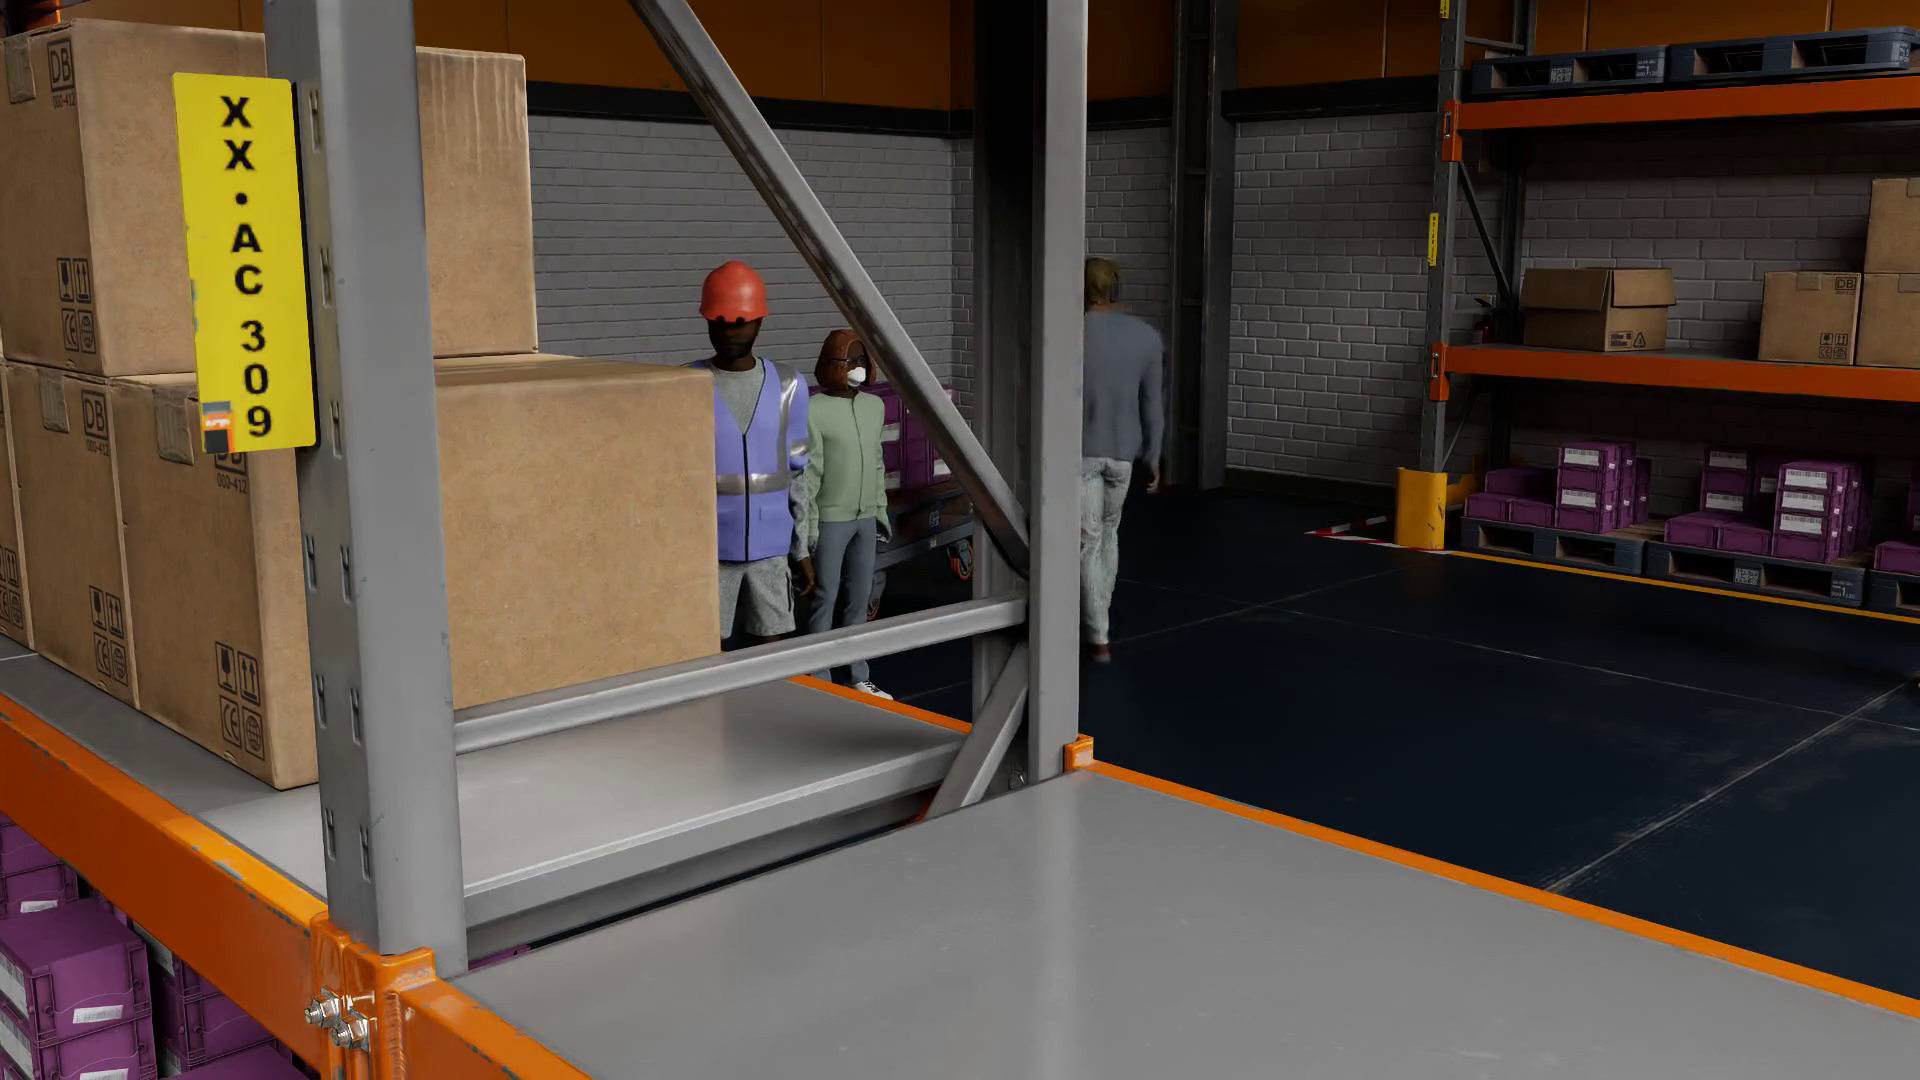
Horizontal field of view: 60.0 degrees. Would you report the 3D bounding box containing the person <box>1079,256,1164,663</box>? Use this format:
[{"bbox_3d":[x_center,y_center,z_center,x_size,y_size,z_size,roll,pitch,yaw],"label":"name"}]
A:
[{"bbox_3d":[0.601,-0.404,8.074,0.656,1.916,0.767,-3,11,-18],"label":"person"}]

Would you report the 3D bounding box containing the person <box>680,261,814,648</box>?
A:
[{"bbox_3d":[-0.760,0.020,5.723,0.549,1.933,0.373,-4,11,-22],"label":"person"}]

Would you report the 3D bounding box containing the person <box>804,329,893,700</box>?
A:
[{"bbox_3d":[-0.486,-0.075,7.061,0.277,1.633,0.507,9,14,40],"label":"person"}]

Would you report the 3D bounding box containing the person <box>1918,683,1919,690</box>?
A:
[{"bbox_3d":[4.333,-0.220,7.091,0.401,1.919,0.588,5,12,26],"label":"person"}]
